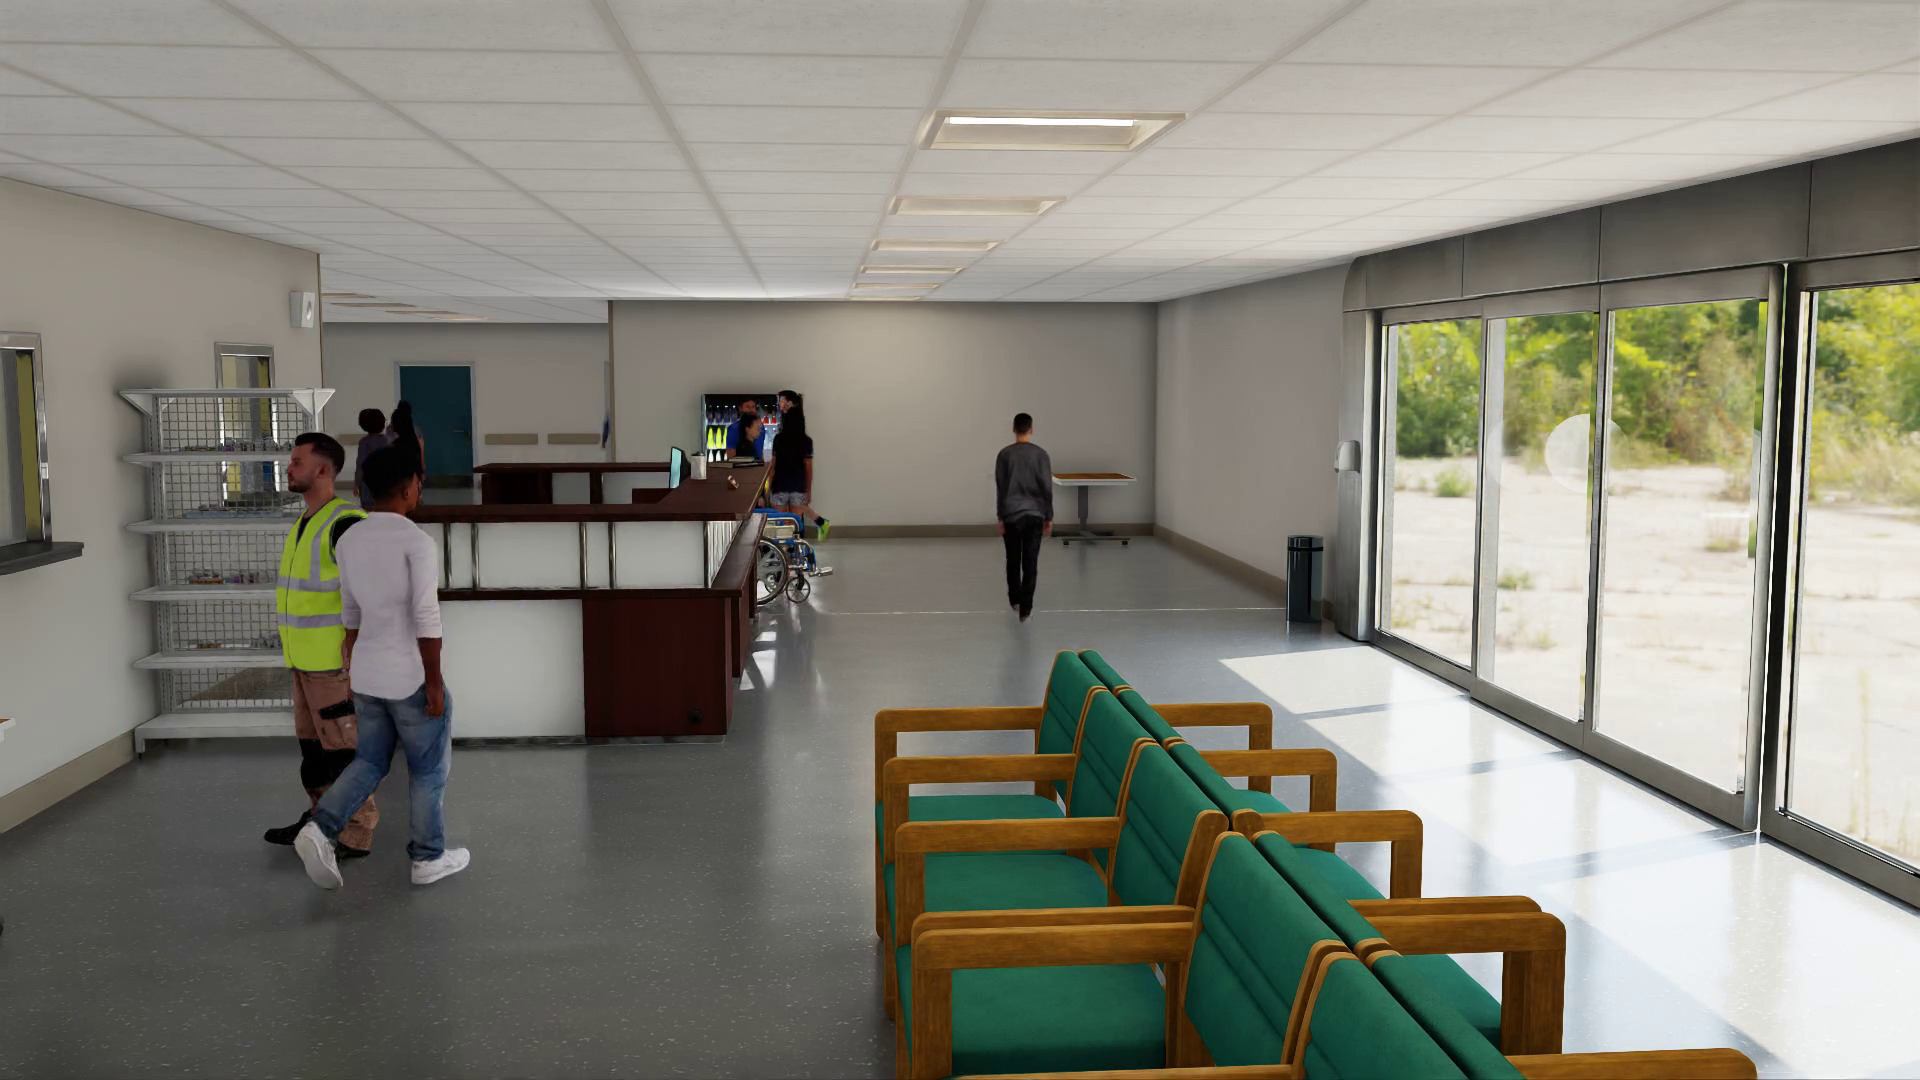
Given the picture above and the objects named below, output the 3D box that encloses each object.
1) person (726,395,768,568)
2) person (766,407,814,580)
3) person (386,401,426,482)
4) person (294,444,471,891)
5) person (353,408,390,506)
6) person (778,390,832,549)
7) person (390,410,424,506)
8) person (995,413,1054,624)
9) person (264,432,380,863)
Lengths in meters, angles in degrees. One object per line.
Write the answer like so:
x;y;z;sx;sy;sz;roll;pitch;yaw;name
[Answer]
-2.225;-0.581;17.339;0.674;1.869;0.766;-5;7;-39;person
-1.717;-0.456;16.734;0.611;1.741;0.705;0;6;-5;person
-6.824;-0.835;20.485;0.714;1.743;0.819;-3;7;-30;person
-2.306;0.535;6.612;1.079;1.795;1.020;3;6;25;person
-6.283;-0.564;18.029;0.853;1.696;0.758;2;6;22;person
-1.931;-0.829;19.767;1.050;1.875;0.747;-1;6;-9;person
-5.511;-0.451;16.816;0.771;1.713;0.667;0;6;4;person
0.529;-0.151;13.807;1.065;1.720;0.852;1;6;6;person
-2.748;0.449;7.204;0.854;1.846;0.907;6;8;44;person
